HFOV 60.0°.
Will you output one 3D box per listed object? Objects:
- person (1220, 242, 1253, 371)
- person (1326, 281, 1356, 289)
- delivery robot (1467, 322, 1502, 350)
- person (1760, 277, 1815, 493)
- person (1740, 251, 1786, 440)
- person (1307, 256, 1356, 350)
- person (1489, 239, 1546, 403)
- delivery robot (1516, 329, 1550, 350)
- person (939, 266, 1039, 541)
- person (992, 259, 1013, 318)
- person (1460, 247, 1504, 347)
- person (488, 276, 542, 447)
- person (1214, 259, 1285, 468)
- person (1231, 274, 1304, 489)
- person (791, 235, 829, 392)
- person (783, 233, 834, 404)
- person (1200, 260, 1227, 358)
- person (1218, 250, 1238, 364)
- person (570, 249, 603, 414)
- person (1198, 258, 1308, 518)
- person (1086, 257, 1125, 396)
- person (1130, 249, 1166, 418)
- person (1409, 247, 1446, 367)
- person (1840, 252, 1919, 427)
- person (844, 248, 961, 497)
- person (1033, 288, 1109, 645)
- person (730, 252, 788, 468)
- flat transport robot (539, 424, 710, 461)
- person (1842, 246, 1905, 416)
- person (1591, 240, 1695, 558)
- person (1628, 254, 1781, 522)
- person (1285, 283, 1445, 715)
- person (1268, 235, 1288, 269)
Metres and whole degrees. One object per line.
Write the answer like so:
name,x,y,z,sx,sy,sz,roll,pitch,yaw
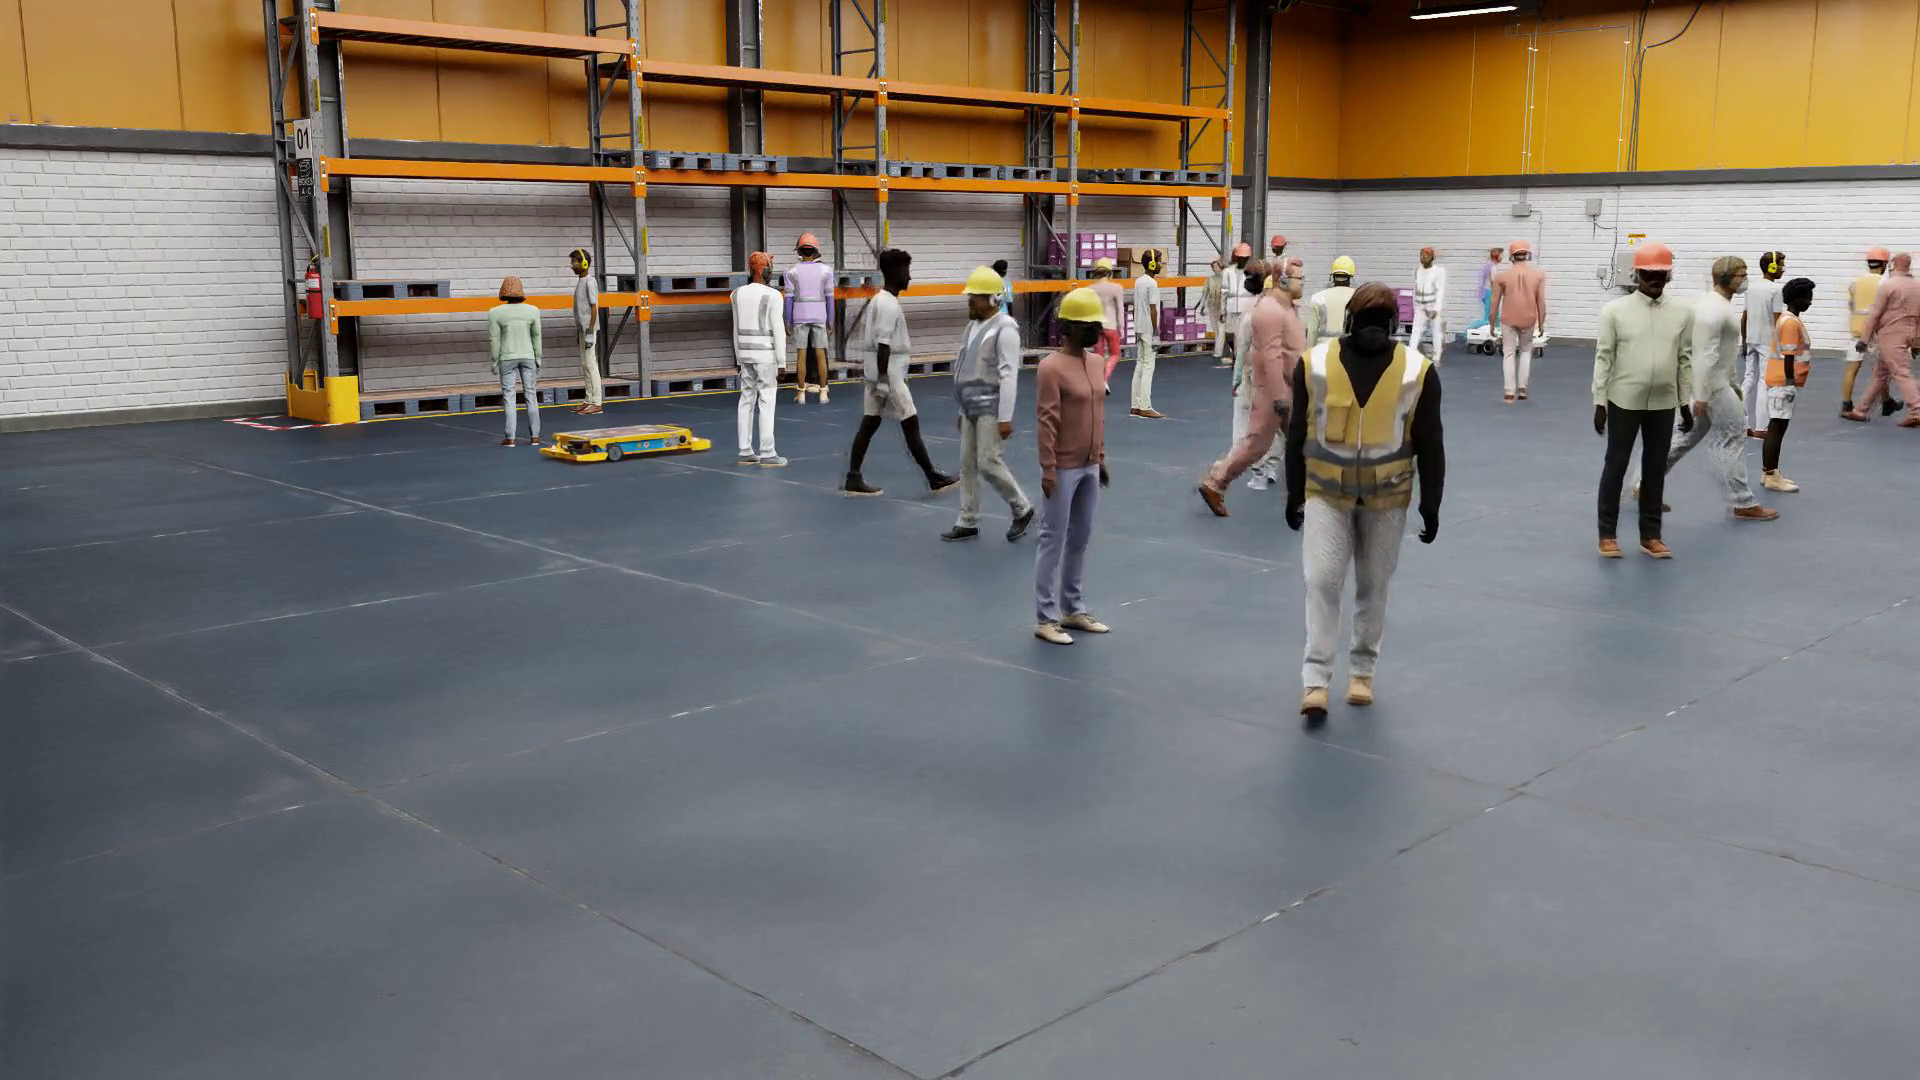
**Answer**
person,4.036,-3.310,23.928,0.562,1.918,0.554,4,11,22
person,6.006,-3.581,26.294,0.520,1.581,0.851,0,10,-2
delivery robot,8.962,-3.465,28.237,0.477,0.478,0.707,-6,12,-30
person,6.567,-1.233,13.211,0.321,1.695,0.529,4,11,22
person,7.992,-1.931,16.560,0.335,1.865,0.520,-3,11,-16
person,3.529,-1.716,15.467,0.600,1.830,0.404,2,11,12
person,6.758,-2.657,20.211,0.645,1.968,0.601,2,11,10
delivery robot,9.417,-3.360,27.662,0.707,0.478,0.477,6,12,31
person,0.173,-0.882,10.954,0.534,1.826,0.611,-5,11,-25
person,0.502,-3.142,23.665,0.472,1.688,0.543,-10,14,-42
person,9.312,-4.262,29.401,0.781,1.819,0.578,3,11,17
person,-4.264,-1.712,15.989,0.499,1.633,0.285,-6,12,-28
person,2.636,-1.495,14.304,0.749,1.824,0.640,-1,10,-8
person,2.489,-1.271,13.376,0.595,1.703,0.604,0,10,1
person,-1.973,-2.939,21.573,0.535,2.000,0.679,-5,12,-27
person,-1.818,-2.659,20.039,0.607,2.044,0.377,-2,11,-12
person,4.190,-3.782,27.324,0.548,1.604,0.767,7,13,34
person,4.407,-3.711,26.455,0.519,1.793,0.949,10,14,42
person,-4.271,-2.363,18.915,0.329,1.864,0.508,-5,12,-27
person,2.201,-1.069,11.850,0.914,1.872,0.646,6,12,28
person,1.790,-2.639,20.720,0.540,1.750,0.416,5,12,27
person,2.088,-2.288,18.492,0.309,1.868,0.535,-3,11,-17
person,7.089,-3.523,25.318,0.980,1.833,0.585,-10,14,-44
person,9.966,-2.135,17.743,0.628,1.847,1.015,-6,12,-29
person,-0.456,-1.274,12.821,0.984,1.911,0.633,-2,11,-10
person,0.583,-0.368,8.309,0.331,1.765,0.533,8,13,38
person,-1.750,-1.568,14.540,0.575,1.882,0.338,7,13,34
flat transport robot,-3.079,-0.907,15.321,1.431,0.197,0.652,-10,14,-43
person,10.206,-2.315,18.561,0.878,1.892,0.557,-6,12,-30
person,4.289,-0.875,10.442,0.622,1.991,0.393,0,10,0
person,5.359,-1.097,11.935,1.002,1.899,0.636,4,11,23
person,1.682,-0.150,6.958,0.658,1.817,0.759,2,11,12
person,5.945,-4.636,30.855,0.686,2.029,0.628,-1,10,-4
